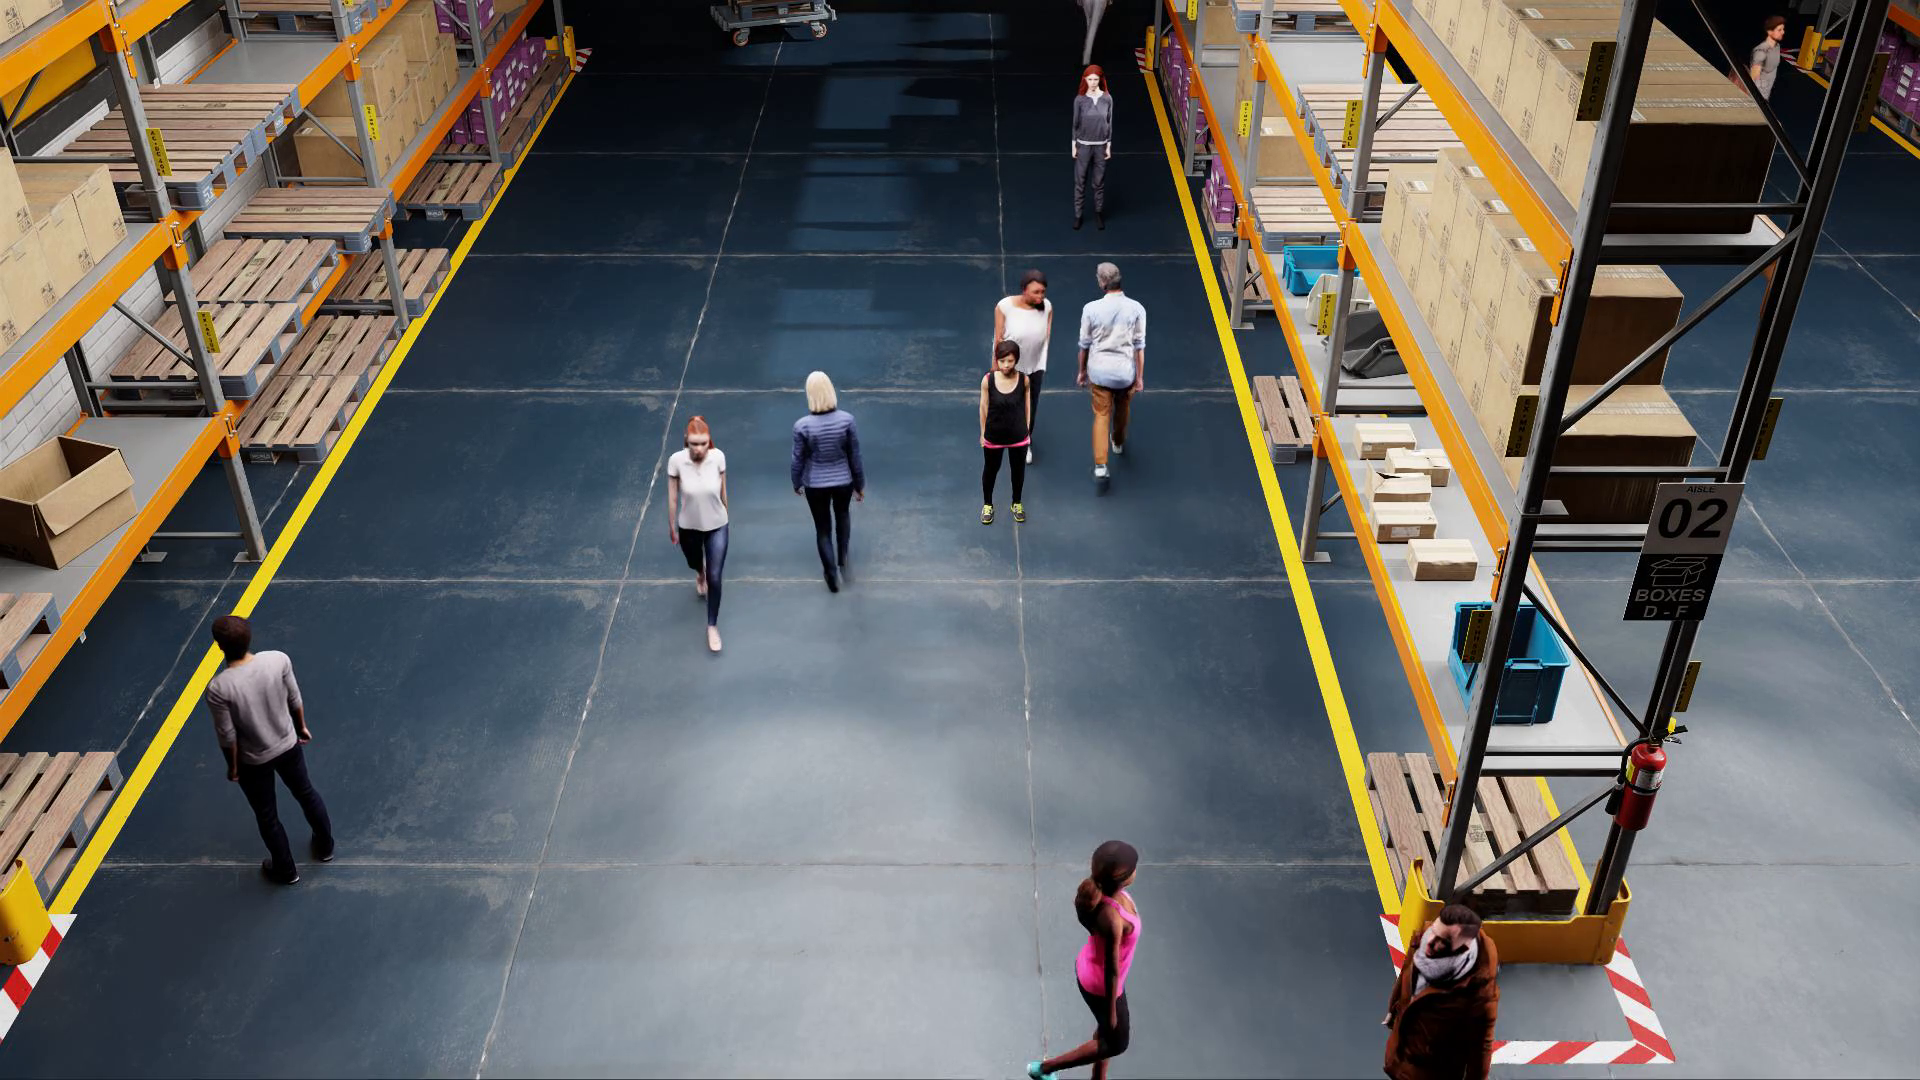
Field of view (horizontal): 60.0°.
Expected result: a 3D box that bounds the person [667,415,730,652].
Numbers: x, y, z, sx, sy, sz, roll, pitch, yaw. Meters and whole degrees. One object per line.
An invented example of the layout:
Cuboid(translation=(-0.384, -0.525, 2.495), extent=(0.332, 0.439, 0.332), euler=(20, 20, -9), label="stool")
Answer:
Cuboid(translation=(-1.820, -0.132, 11.707), extent=(0.733, 1.702, 1.172), euler=(-5, 34, -8), label="person")

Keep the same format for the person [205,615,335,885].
Cuboid(translation=(-3.994, 1.196, 9.583), extent=(0.789, 1.843, 0.709), euler=(26, 41, 33), label="person")

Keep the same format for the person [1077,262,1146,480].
Cuboid(translation=(1.216, -1.314, 13.414), extent=(0.756, 1.782, 1.154), euler=(3, 34, 5), label="person")

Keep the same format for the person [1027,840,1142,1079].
Cuboid(translation=(0.616, 2.183, 8.225), extent=(0.632, 1.702, 0.724), euler=(1, 34, 2), label="person")

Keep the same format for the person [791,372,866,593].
Cuboid(translation=(-0.937, -0.372, 12.051), extent=(0.784, 1.722, 0.889), euler=(-8, 34, -11), label="person")

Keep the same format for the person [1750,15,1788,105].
Cuboid(translation=(8.994, -5.048, 18.949), extent=(1.121, 1.874, 1.084), euler=(27, 42, 35), label="person")

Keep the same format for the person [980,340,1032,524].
Cuboid(translation=(0.359, -0.852, 12.926), extent=(0.559, 1.552, 0.516), euler=(-3, 34, -4), label="person")

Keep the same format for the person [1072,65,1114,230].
Cuboid(translation=(1.407, -4.193, 17.749), extent=(0.564, 1.778, 0.482), euler=(0, 34, 1), label="person")

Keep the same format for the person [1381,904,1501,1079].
Cuboid(translation=(2.281, 2.381, 7.847), extent=(1.007, 1.790, 1.176), euler=(-10, 35, -15), label="person")

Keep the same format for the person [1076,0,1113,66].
Cuboid(translation=(1.780, -7.269, 22.402), extent=(0.837, 1.749, 0.989), euler=(14, 36, 20), label="person")

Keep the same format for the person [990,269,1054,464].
Cuboid(translation=(0.490, -1.484, 13.770), extent=(0.815, 1.670, 0.956), euler=(-7, 34, -10), label="person")
